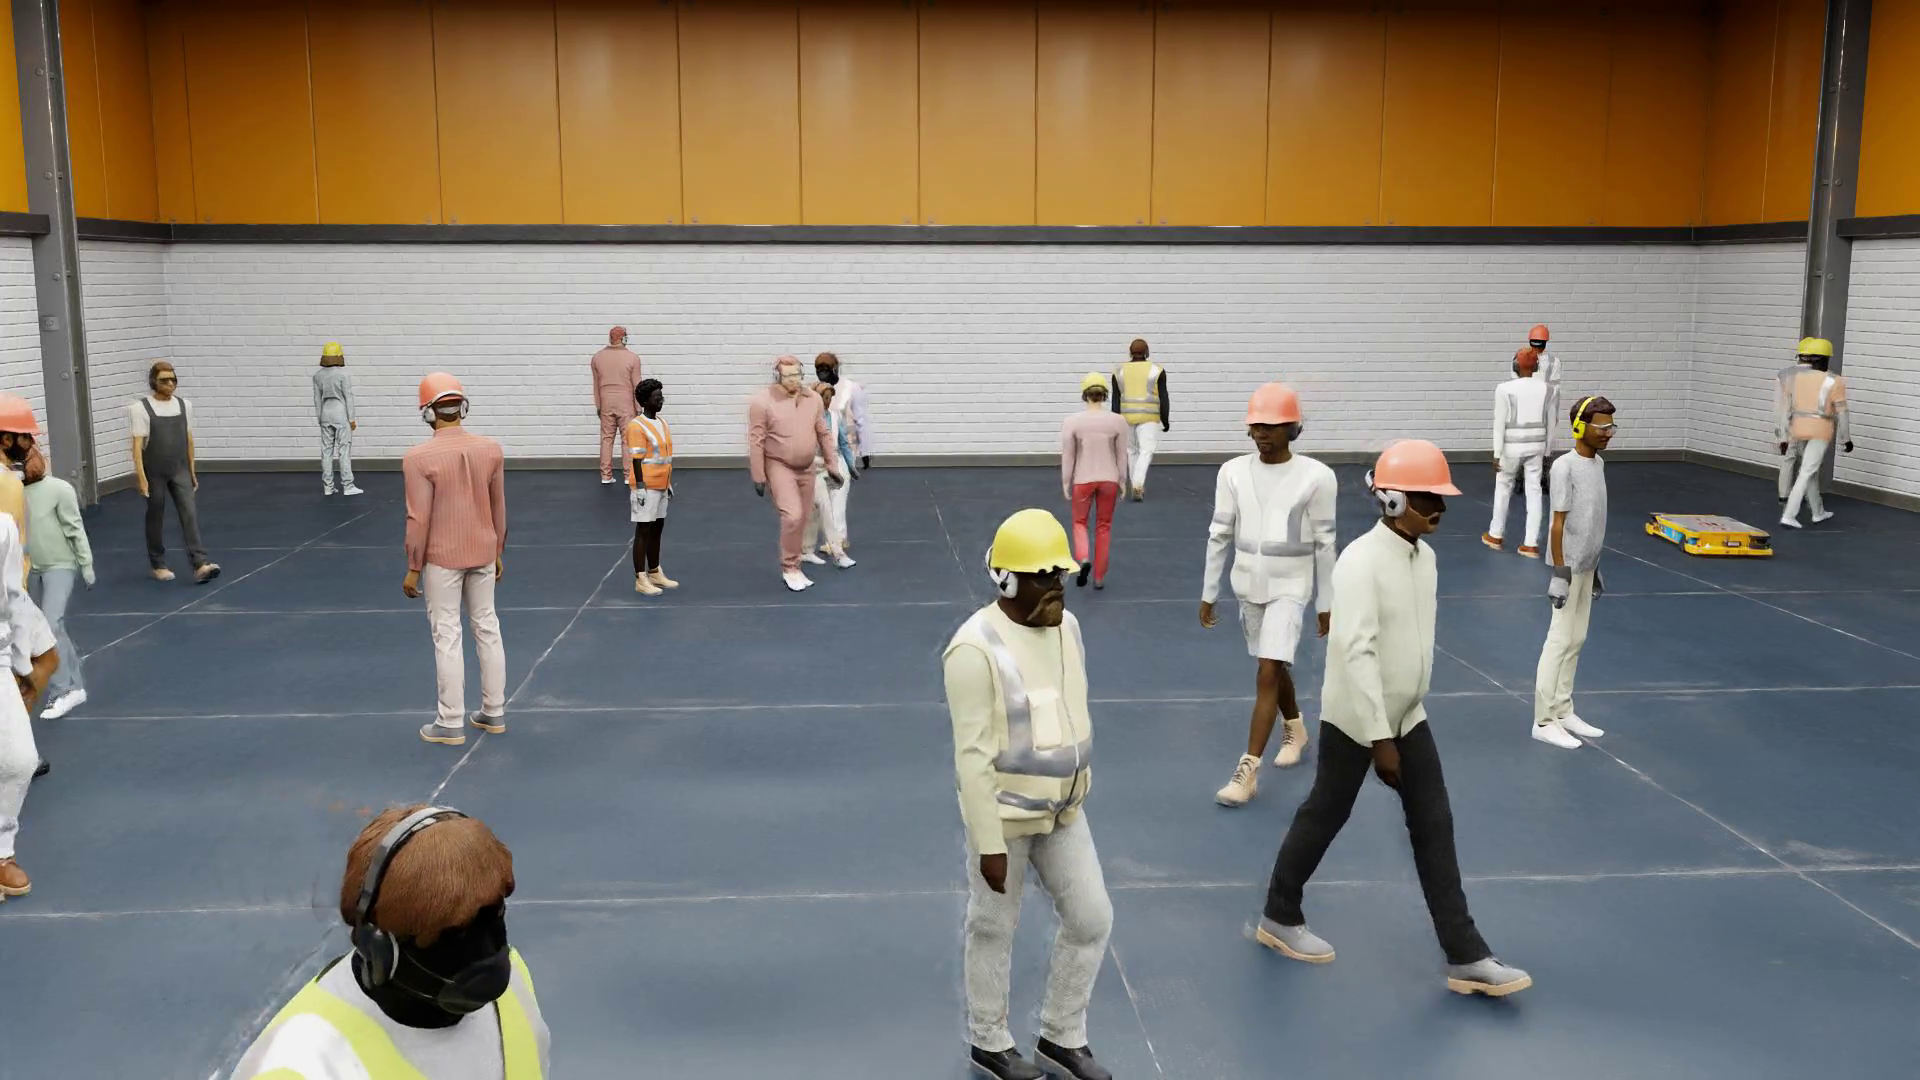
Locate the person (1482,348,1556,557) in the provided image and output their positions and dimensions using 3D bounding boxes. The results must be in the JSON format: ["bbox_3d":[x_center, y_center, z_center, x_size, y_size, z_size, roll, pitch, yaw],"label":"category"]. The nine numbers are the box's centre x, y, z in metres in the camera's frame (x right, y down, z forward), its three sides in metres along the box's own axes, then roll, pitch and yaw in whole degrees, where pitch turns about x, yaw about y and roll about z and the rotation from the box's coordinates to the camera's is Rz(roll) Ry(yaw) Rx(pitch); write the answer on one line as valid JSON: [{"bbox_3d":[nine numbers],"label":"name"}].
[{"bbox_3d":[5.044,-0.803,15.005,0.601,1.841,0.892,-1,9,-3],"label":"person"}]

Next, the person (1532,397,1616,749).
[{"bbox_3d":[3.297,0.164,8.883,0.309,1.864,0.535,8,12,42],"label":"person"}]

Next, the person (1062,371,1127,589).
[{"bbox_3d":[1.065,-0.452,13.119,0.523,1.746,0.514,0,9,1],"label":"person"}]

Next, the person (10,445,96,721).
[{"bbox_3d":[-5.209,0.209,9.389,0.522,1.597,0.636,1,9,6],"label":"person"}]

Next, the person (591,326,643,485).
[{"bbox_3d":[-4.060,-1.600,19.858,0.637,1.900,0.404,2,9,12],"label":"person"}]

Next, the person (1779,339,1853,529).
[{"bbox_3d":[8.472,-1.052,16.502,1.007,1.876,0.592,-5,10,-28],"label":"person"}]

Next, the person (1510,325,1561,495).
[{"bbox_3d":[6.557,-1.482,18.988,0.552,1.936,0.360,4,10,23],"label":"person"}]

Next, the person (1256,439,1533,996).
[{"bbox_3d":[1.486,0.616,5.826,0.619,1.944,1.017,-8,12,-42],"label":"person"}]

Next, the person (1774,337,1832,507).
[{"bbox_3d":[9.108,-1.267,17.955,0.593,1.837,0.404,7,11,38],"label":"person"}]

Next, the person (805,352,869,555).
[{"bbox_3d":[-1.204,-0.765,14.878,0.662,1.806,0.857,4,10,22],"label":"person"}]

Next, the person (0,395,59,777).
[{"bbox_3d":[-4.697,0.247,8.191,0.572,1.915,0.452,7,11,36],"label":"person"}]

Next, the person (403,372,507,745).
[{"bbox_3d":[-2.711,0.098,8.918,0.393,1.985,0.610,7,12,38],"label":"person"}]

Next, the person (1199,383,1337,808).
[{"bbox_3d":[1.519,0.225,8.113,0.618,1.999,1.055,7,11,36],"label":"person"}]

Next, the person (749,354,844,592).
[{"bbox_3d":[-1.297,-0.531,13.187,0.674,1.875,0.596,-8,12,-42],"label":"person"}]

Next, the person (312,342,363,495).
[{"bbox_3d":[-7.106,-1.381,18.959,0.483,1.745,0.299,2,9,13],"label":"person"}]

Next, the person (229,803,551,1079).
[{"bbox_3d":[-0.835,1.232,2.436,0.985,1.787,0.661,3,10,20],"label":"person"}]

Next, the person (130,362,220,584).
[{"bbox_3d":[-6.348,-0.524,13.398,0.932,1.797,0.537,8,12,41],"label":"person"}]

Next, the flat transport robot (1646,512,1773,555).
[{"bbox_3d":[6.868,-0.063,15.293,0.652,0.197,1.431,1,9,5],"label":"flat transport robot"}]

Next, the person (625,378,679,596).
[{"bbox_3d":[-2.423,-0.421,13.078,0.318,1.697,0.535,3,9,16],"label":"person"}]

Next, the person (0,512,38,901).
[{"bbox_3d":[-3.898,0.538,6.509,0.452,1.869,0.613,6,11,34],"label":"person"}]

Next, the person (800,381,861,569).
[{"bbox_3d":[-1.112,-0.544,14.140,0.829,1.596,0.530,6,11,34],"label":"person"}]

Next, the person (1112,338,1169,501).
[{"bbox_3d":[1.998,-1.347,18.562,0.623,1.808,0.897,4,10,23],"label":"person"}]

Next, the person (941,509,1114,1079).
[{"bbox_3d":[0.243,0.810,4.976,0.615,1.808,0.611,8,12,42],"label":"person"}]
